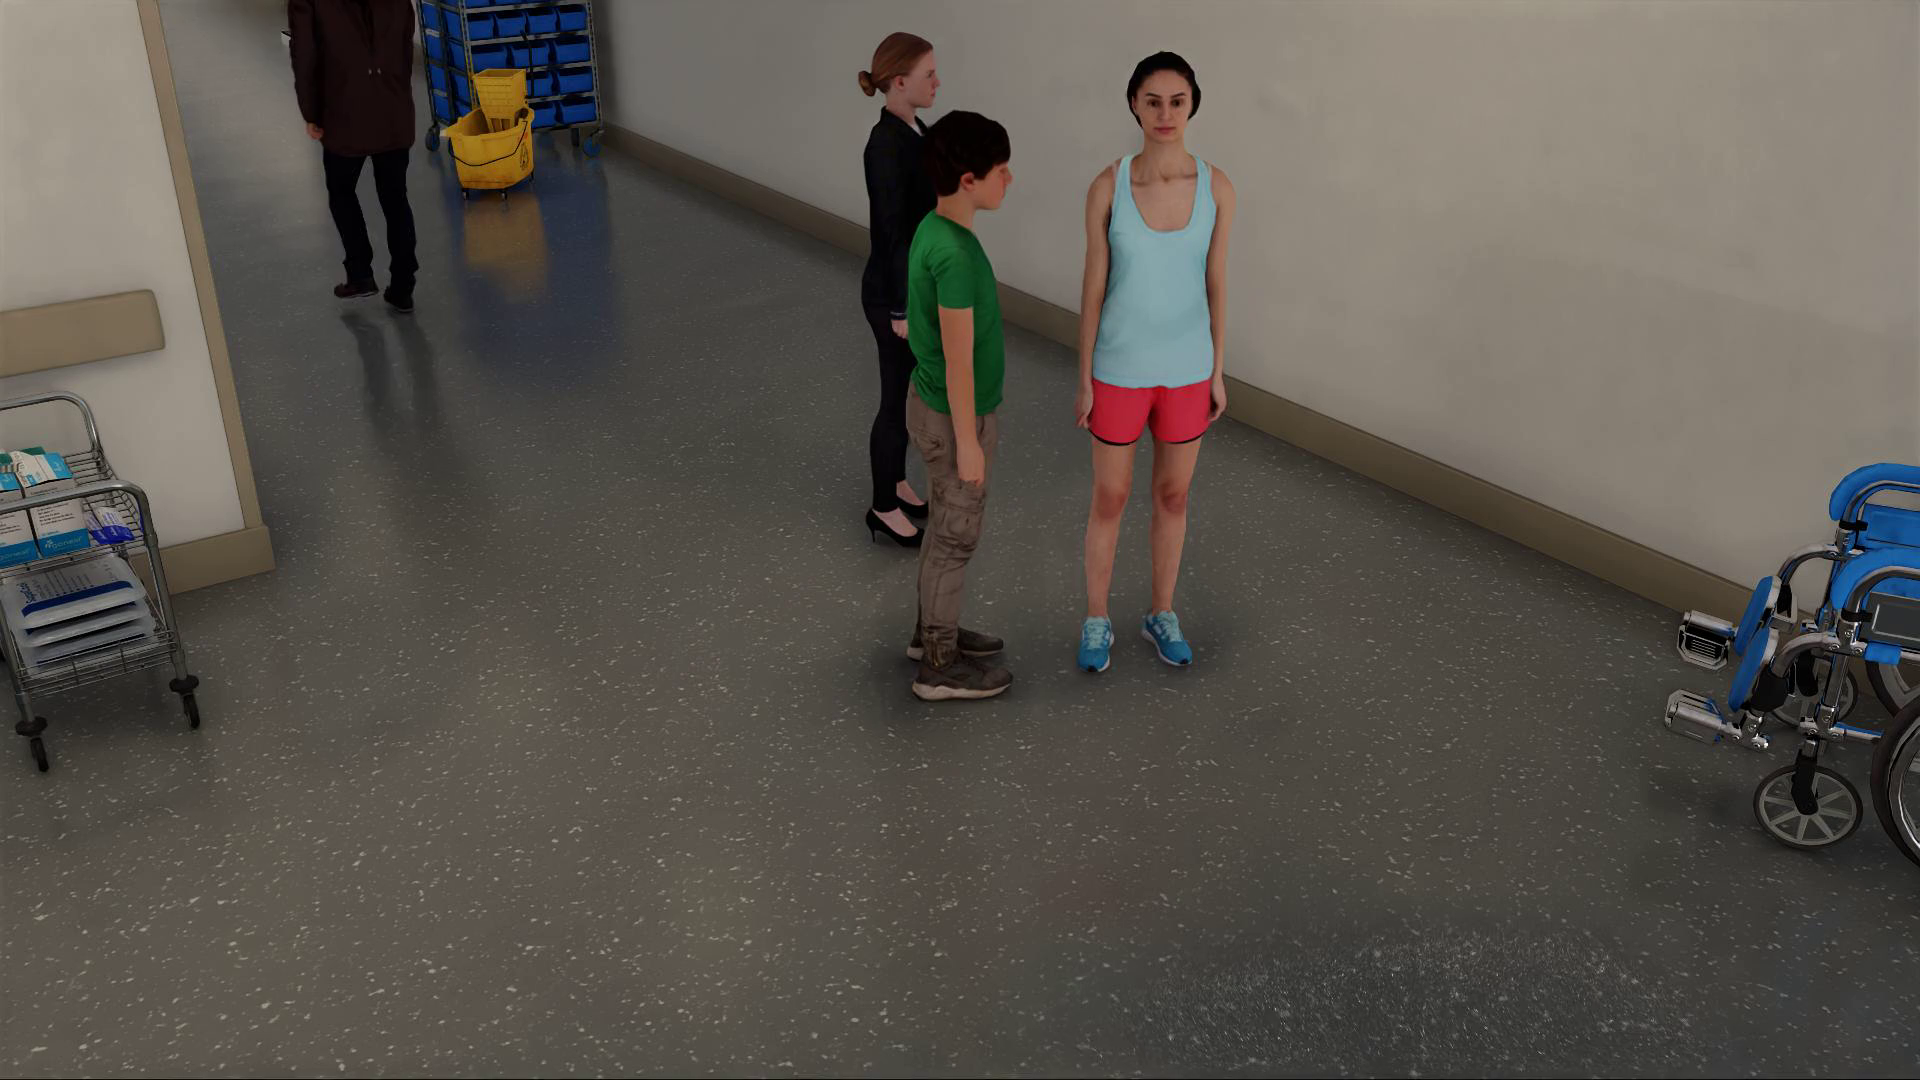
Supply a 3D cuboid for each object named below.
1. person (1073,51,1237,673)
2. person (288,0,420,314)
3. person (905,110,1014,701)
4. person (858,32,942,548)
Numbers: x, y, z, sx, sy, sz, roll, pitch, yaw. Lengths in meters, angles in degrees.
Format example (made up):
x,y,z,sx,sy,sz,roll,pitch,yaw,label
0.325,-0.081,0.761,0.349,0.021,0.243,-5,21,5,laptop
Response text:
x,y,z,sx,sy,sz,roll,pitch,yaw,label
0.532,-0.461,4.660,0.662,1.765,0.755,-3,26,-5,person
-2.700,-1.937,7.653,0.596,1.824,0.804,-20,32,-35,person
-0.037,-0.330,4.526,0.710,1.646,0.678,1,26,2,person
-0.198,-0.792,5.440,0.739,1.684,0.695,2,26,5,person
